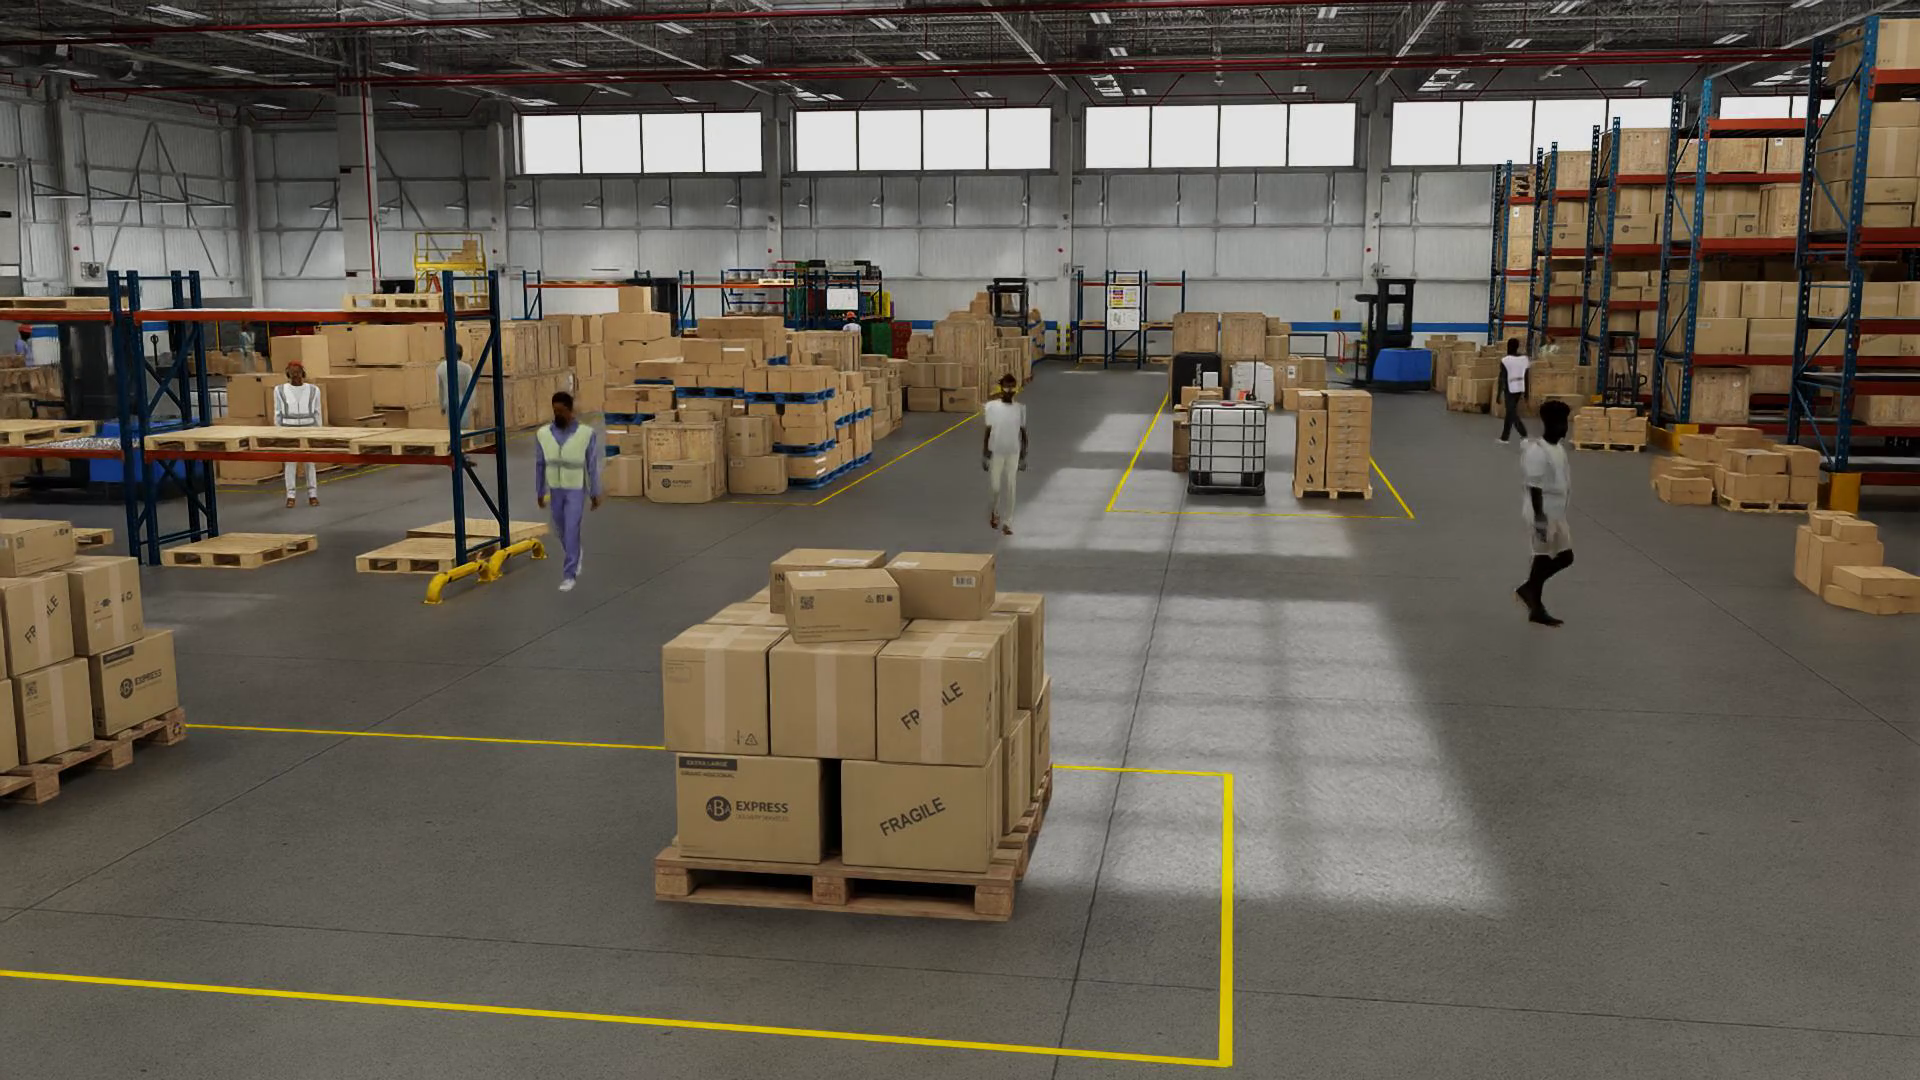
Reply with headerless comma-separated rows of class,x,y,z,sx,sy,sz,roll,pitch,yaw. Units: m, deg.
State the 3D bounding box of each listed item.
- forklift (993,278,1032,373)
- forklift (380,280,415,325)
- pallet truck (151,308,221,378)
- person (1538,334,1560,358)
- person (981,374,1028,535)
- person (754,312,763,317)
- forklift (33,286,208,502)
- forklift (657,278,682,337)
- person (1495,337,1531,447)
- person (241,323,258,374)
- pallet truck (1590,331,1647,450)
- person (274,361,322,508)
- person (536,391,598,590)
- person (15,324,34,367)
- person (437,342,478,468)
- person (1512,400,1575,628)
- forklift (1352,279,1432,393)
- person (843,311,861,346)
forklift,1.416,-6.020,47.040,1.129,2.768,1.873,1,9,9
forklift,-11.981,-4.170,35.631,1.873,2.768,1.129,1,9,9
pallet truck,-21.869,-5.598,47.154,0.823,1.965,1.885,4,10,26
person,13.454,-3.899,37.918,0.855,1.599,0.531,-6,11,-34
person,0.518,-0.980,19.109,0.561,1.854,0.414,-1,9,-7
person,-5.472,-5.307,45.742,1.041,1.887,0.650,-5,11,-30
forklift,-11.043,-1.928,21.806,1.873,2.768,1.129,1,9,9
forklift,-7.900,-5.736,45.288,1.873,2.768,1.129,1,9,9
person,9.618,-2.561,28.800,0.603,1.889,0.911,-4,10,-25
person,-19.581,-5.185,45.816,0.703,1.589,0.533,4,10,23
pallet truck,11.253,-2.573,28.499,0.823,1.965,1.885,5,10,27
person,-8.490,-1.358,21.363,0.576,1.882,0.355,-4,10,-26
person,-3.776,-0.505,16.069,0.598,1.899,0.812,1,9,7
person,-19.485,-3.555,34.745,0.368,1.933,0.552,-2,9,-13
person,-7.724,-2.066,25.556,0.635,1.938,0.358,4,10,24
person,4.982,-0.221,14.122,0.452,1.947,0.612,9,13,44
forklift,10.866,-5.129,41.548,1.129,2.768,1.873,-3,10,-20
person,-2.949,-5.242,45.192,0.542,1.928,0.399,-6,11,-33
